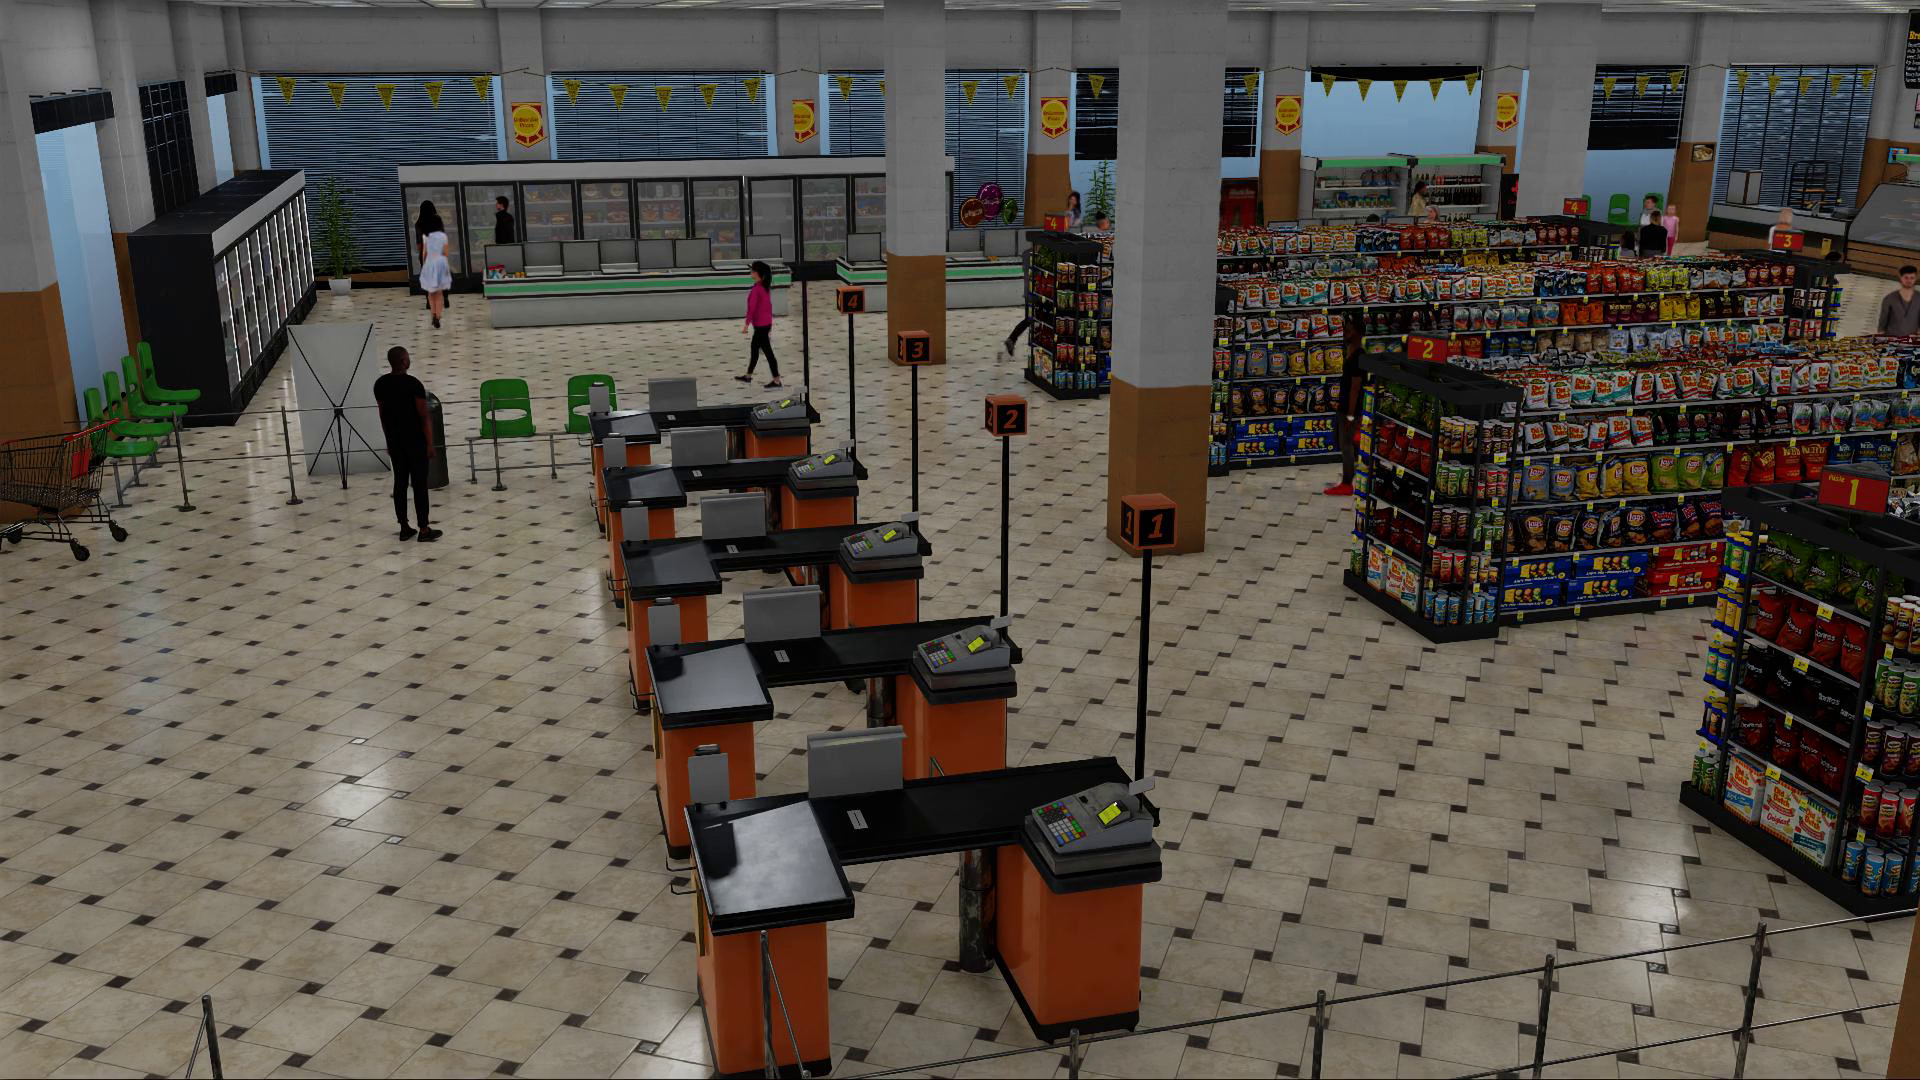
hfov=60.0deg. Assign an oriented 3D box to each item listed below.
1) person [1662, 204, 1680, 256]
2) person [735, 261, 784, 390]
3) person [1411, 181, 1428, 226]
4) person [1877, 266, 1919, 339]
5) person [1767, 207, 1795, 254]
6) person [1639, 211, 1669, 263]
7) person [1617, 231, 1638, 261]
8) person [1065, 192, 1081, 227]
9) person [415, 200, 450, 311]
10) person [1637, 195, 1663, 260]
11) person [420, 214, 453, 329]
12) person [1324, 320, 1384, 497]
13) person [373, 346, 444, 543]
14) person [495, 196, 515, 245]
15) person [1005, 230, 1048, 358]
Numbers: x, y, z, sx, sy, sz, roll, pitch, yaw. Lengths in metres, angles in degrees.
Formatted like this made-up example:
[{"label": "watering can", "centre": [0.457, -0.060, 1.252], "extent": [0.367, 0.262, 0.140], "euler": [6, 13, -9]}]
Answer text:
[{"label": "person", "centre": [14.357, -6.149, 33.668], "extent": [0.848, 1.245, 0.848], "euler": [7, 18, 21]}, {"label": "person", "centre": [-2.522, -2.802, 21.905], "extent": [1.053, 1.675, 0.899], "euler": [5, 17, 15]}, {"label": "person", "centre": [8.918, -6.185, 32.948], "extent": [1.250, 1.731, 0.957], "euler": [4, 17, 12]}, {"label": "person", "centre": [11.362, -2.361, 20.105], "extent": [1.224, 1.876, 1.137], "euler": [4, 17, 14]}, {"label": "person", "centre": [13.855, -4.734, 28.182], "extent": [1.017, 1.725, 1.028], "euler": [8, 19, 24]}, {"label": "person", "centre": [11.845, -4.804, 28.505], "extent": [0.641, 1.672, 0.738], "euler": [6, 18, 19]}, {"label": "person", "centre": [10.104, -3.776, 25.087], "extent": [1.143, 1.690, 0.974], "euler": [5, 18, 16]}, {"label": "person", "centre": [2.130, -5.860, 31.963], "extent": [0.581, 1.683, 0.768], "euler": [-3, 17, -10]}, {"label": "person", "centre": [-9.030, -4.882, 28.465], "extent": [0.587, 1.842, 0.740], "euler": [-8, 18, -24]}, {"label": "person", "centre": [12.222, -5.139, 29.335], "extent": [0.928, 1.829, 0.650], "euler": [-5, 17, -15]}, {"label": "person", "centre": [-8.300, -4.233, 26.426], "extent": [0.720, 1.787, 0.722], "euler": [-6, 18, -19]}, {"label": "person", "centre": [4.053, -1.320, 16.823], "extent": [0.938, 1.792, 0.808], "euler": [1, 17, 3]}, {"label": "person", "centre": [-5.107, -0.889, 15.355], "extent": [0.686, 1.819, 0.811], "euler": [5, 17, 15]}, {"label": "person", "centre": [-7.965, -5.108, 29.217], "extent": [0.618, 1.839, 0.754], "euler": [-2, 17, -6]}, {"label": "person", "centre": [1.022, -3.509, 23.936], "extent": [1.206, 1.846, 0.973], "euler": [-12, 21, -35]}]
